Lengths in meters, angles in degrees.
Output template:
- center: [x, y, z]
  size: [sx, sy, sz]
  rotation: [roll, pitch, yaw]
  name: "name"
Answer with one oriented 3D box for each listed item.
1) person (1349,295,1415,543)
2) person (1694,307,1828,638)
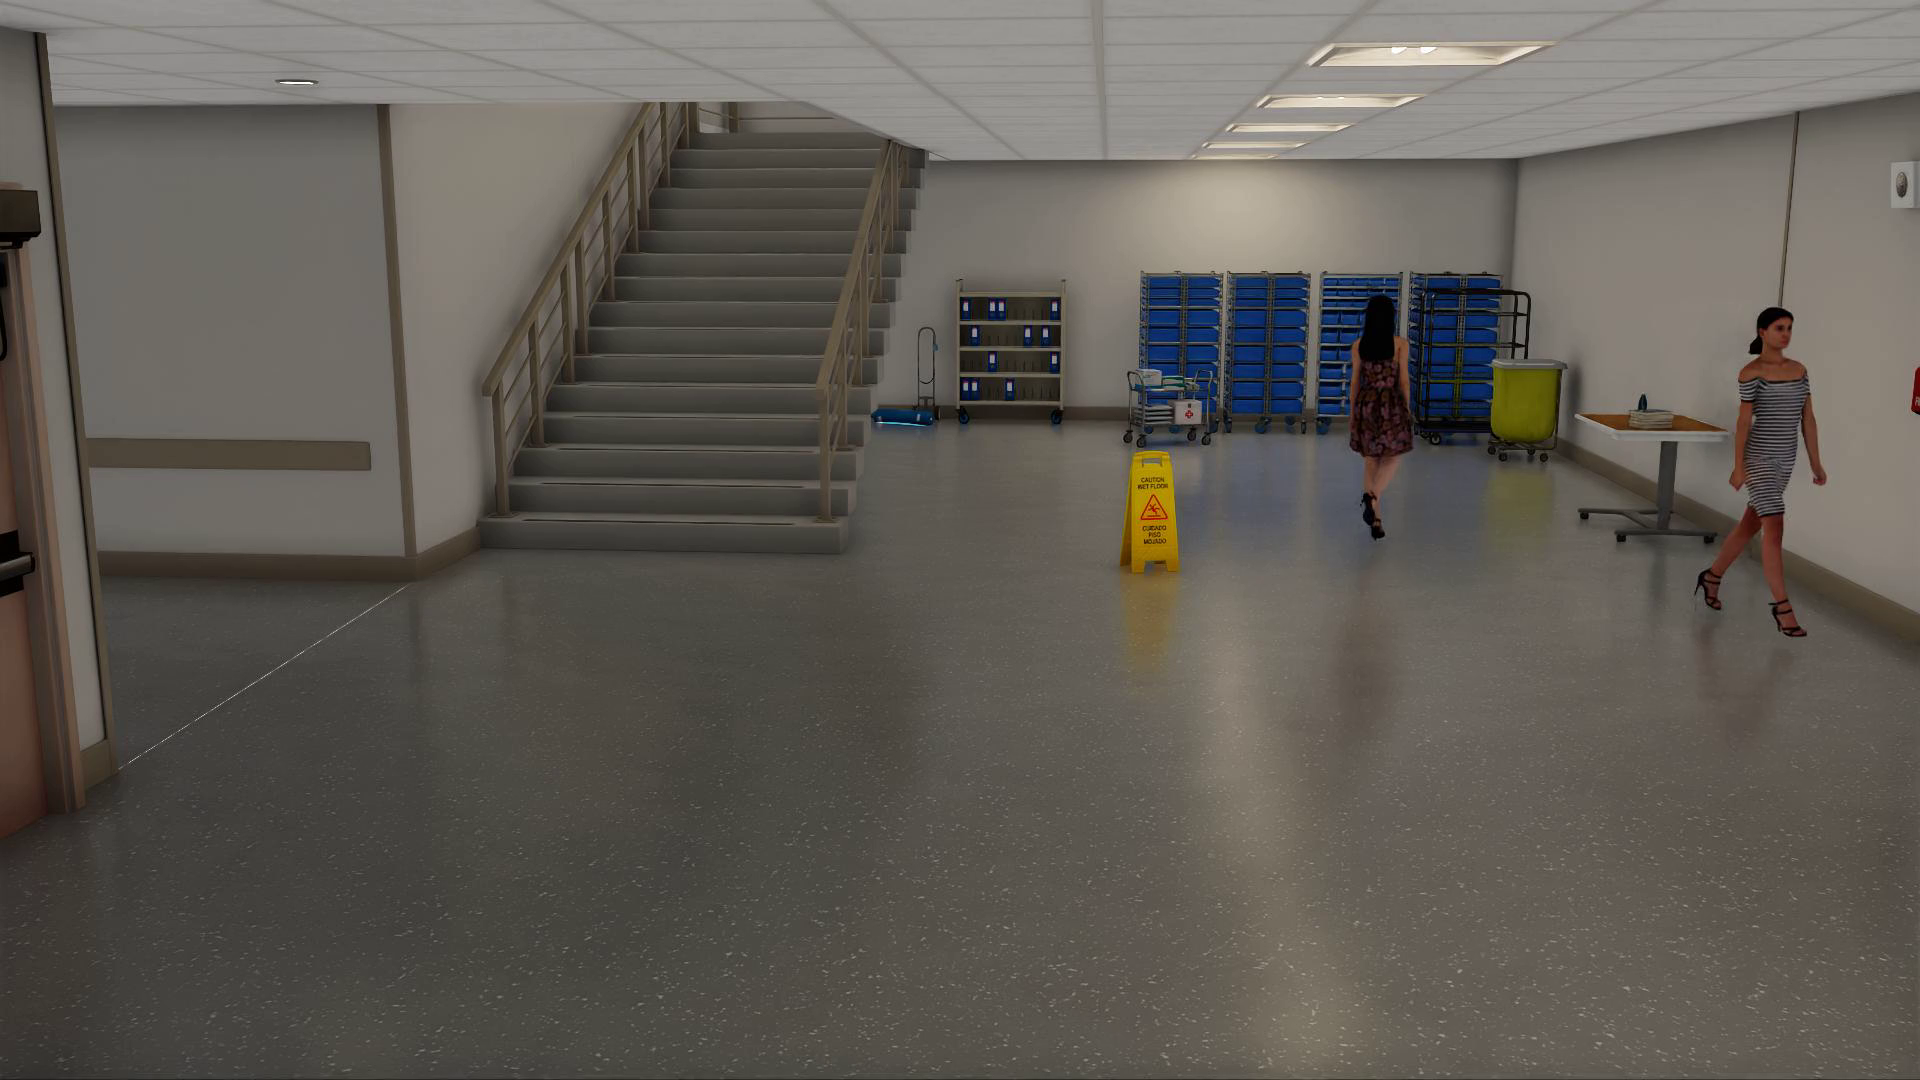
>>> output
- center: [2.956, -0.833, 11.767]
  size: [0.811, 1.764, 0.964]
  rotation: [6, 12, 27]
  name: "person"
- center: [4.478, -0.383, 9.367]
  size: [0.919, 1.776, 1.151]
  rotation: [-4, 12, -22]
  name: "person"
